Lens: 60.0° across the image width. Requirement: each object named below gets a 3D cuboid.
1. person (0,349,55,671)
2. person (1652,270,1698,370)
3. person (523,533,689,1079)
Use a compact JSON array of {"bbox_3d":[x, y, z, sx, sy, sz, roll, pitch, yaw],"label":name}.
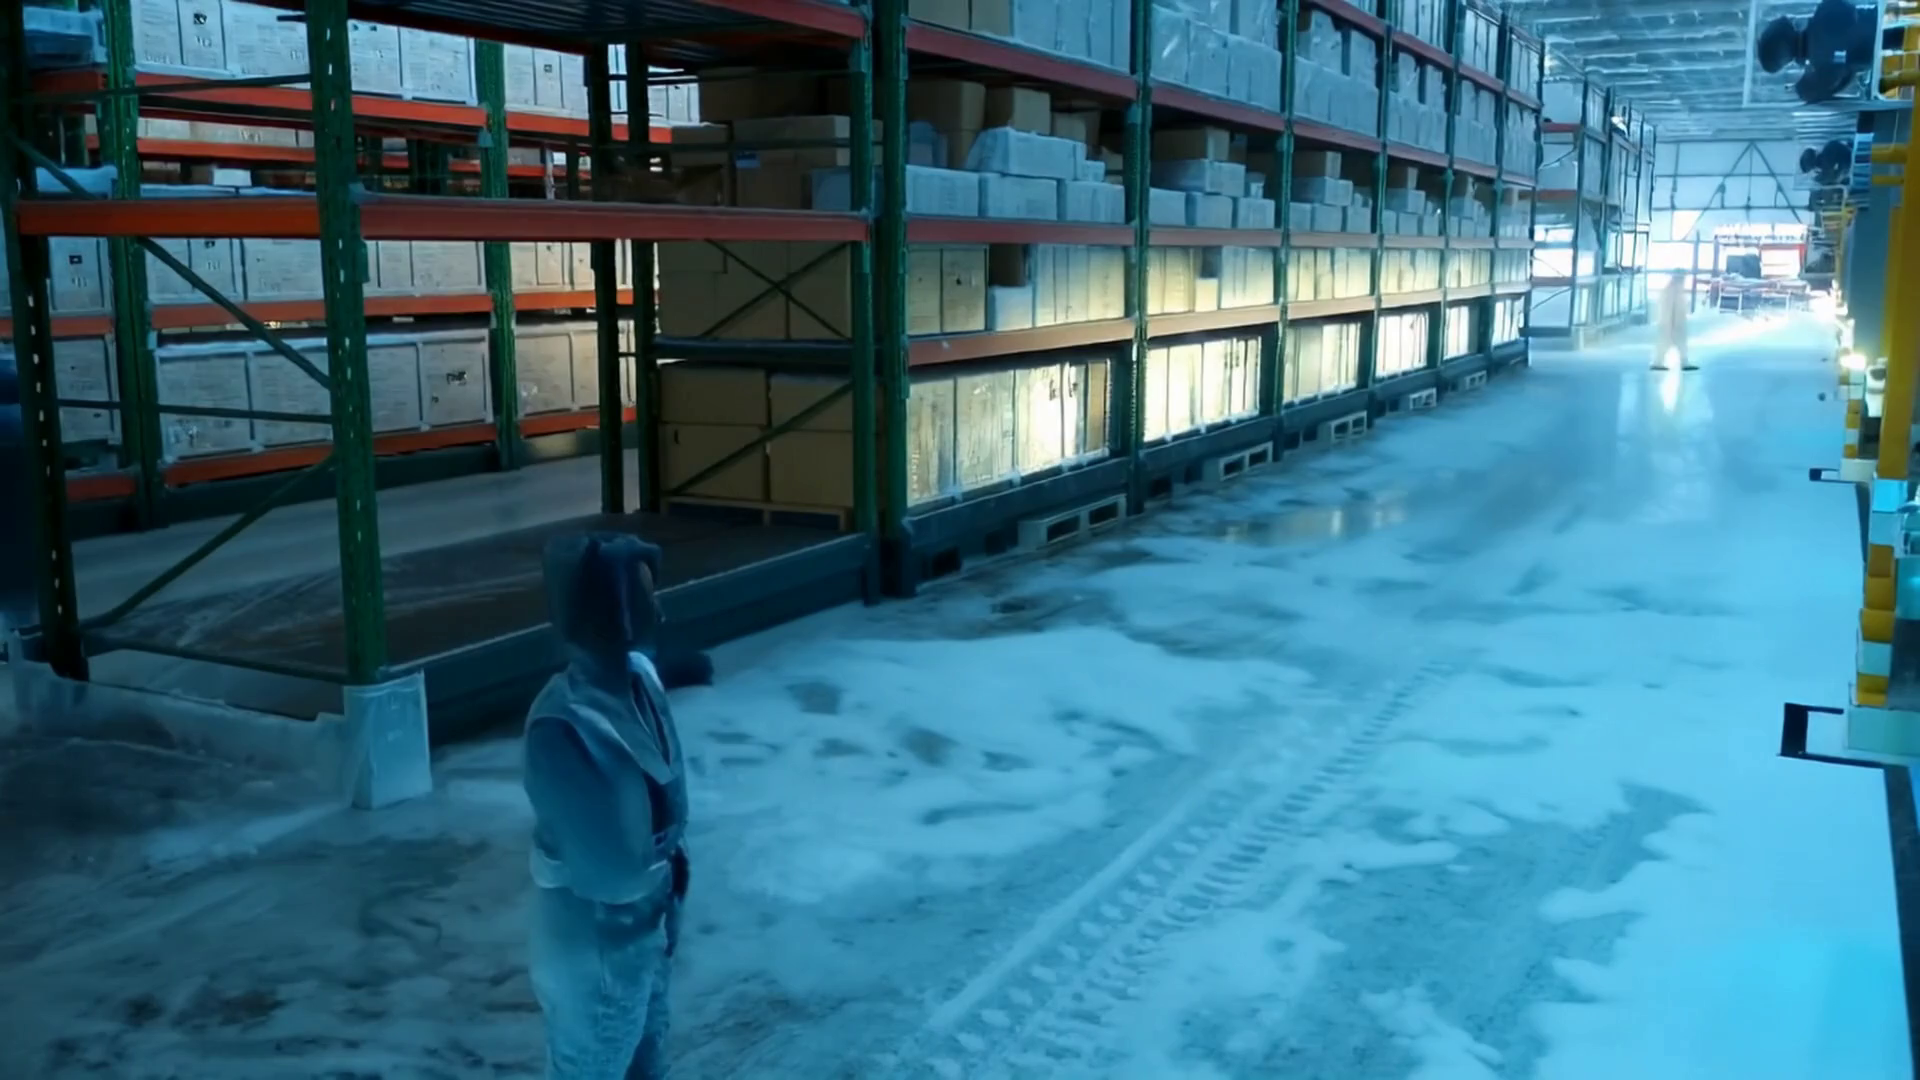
[{"bbox_3d":[-4.812,-0.095,8.353,0.722,1.695,0.490,3,10,16],"label":"person"},{"bbox_3d":[13.268,-4.050,30.754,0.816,1.856,0.721,9,13,41],"label":"person"},{"bbox_3d":[-0.696,0.797,3.322,0.307,1.640,0.518,1,10,6],"label":"person"}]
